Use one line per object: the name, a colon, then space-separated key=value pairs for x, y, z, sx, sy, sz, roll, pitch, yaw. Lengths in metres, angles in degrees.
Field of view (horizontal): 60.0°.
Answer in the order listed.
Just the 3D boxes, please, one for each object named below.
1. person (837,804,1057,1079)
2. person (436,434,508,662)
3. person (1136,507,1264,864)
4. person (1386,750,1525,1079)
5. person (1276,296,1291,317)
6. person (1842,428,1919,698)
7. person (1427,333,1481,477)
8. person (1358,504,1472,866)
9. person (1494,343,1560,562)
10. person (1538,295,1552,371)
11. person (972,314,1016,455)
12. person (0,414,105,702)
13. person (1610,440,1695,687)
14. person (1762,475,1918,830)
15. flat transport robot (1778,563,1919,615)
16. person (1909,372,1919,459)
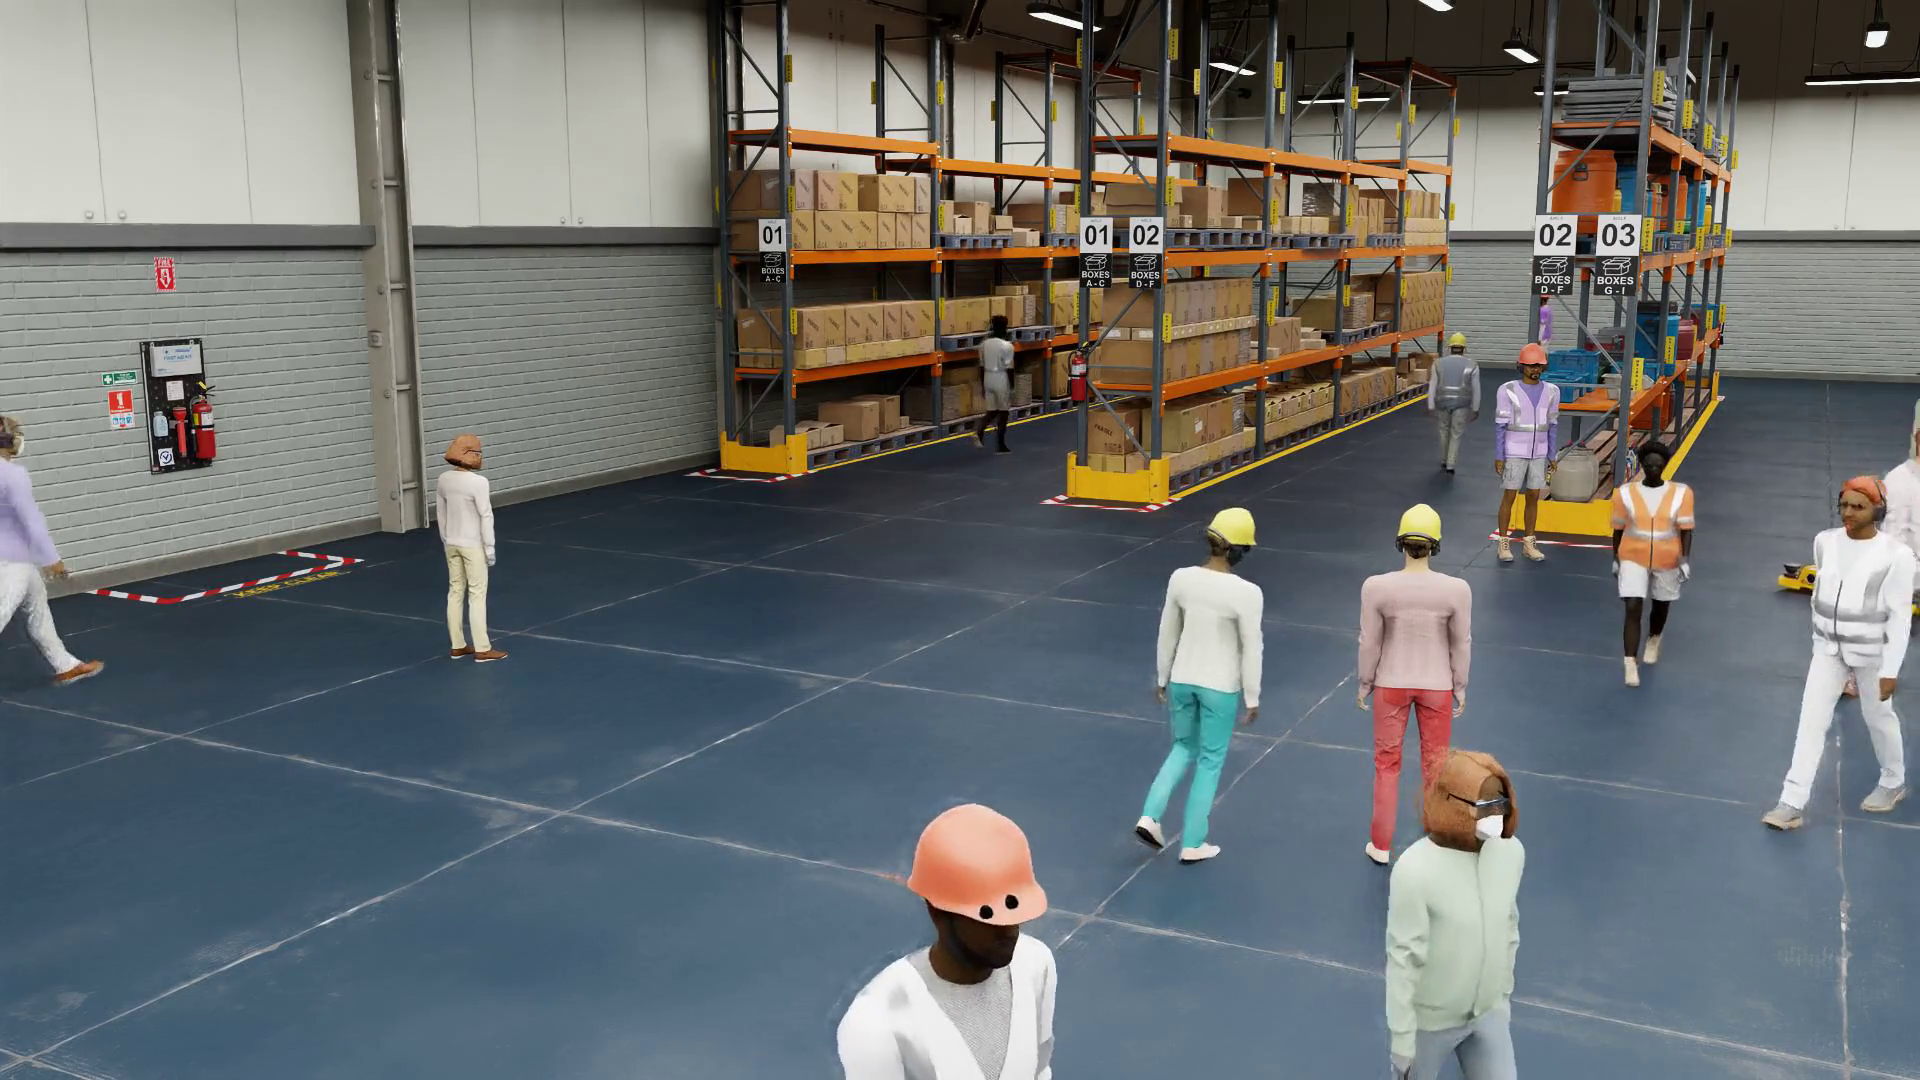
person: x=-0.059 y=1.442 z=3.571 sx=0.555 sy=1.921 sz=0.639 roll=-8 pitch=13 yaw=-38
person: x=-3.515 y=0.055 z=11.898 sx=0.501 sy=1.633 sz=0.289 roll=6 pitch=12 yaw=31
person: x=1.189 y=0.707 z=8.048 sx=0.557 sy=1.736 sz=0.536 roll=10 pitch=14 yaw=43
person: x=1.412 y=1.367 z=4.841 sx=0.512 sy=1.600 sz=0.809 roll=-5 pitch=12 yaw=-26
person: x=7.662 y=-4.981 z=39.358 sx=0.499 sy=1.633 sz=0.281 roll=-5 pitch=11 yaw=-25
person: x=6.086 y=0.172 z=10.658 sx=0.642 sy=1.862 sz=0.991 roll=-4 pitch=11 yaw=-19
person: x=6.310 y=-1.729 z=21.174 sx=0.623 sy=1.792 sz=0.903 roll=5 pitch=12 yaw=25
person: x=2.172 y=0.706 z=7.988 sx=0.523 sy=1.769 sz=0.314 roll=2 pitch=11 yaw=13
person: x=5.283 y=-0.810 z=15.499 sx=0.612 sy=2.043 sz=0.374 roll=-1 pitch=10 yaw=-7
person: x=11.929 y=-4.178 z=34.155 sx=0.373 sy=1.934 sz=0.551 roll=6 pitch=12 yaw=29
person: x=0.480 y=-2.137 z=22.966 sx=0.603 sy=1.953 sz=0.536 roll=10 pitch=14 yaw=44
person: x=-6.210 y=0.122 z=10.880 sx=0.638 sy=1.890 sz=1.038 roll=9 pitch=14 yaw=40
person: x=4.749 y=0.122 z=11.455 sx=0.531 sy=1.665 sz=0.832 roll=4 pitch=11 yaw=19
person: x=4.627 y=0.574 z=8.564 sx=1.038 sy=1.828 sz=0.589 roll=-6 pitch=12 yaw=-28
flat transport robot: x=7.660 y=0.381 z=13.837 sx=0.652 sy=0.197 sz=1.431 roll=-5 pitch=12 yaw=-26
person: x=8.935 y=-0.706 z=15.175 sx=0.625 sy=1.962 sz=0.630 roll=-5 pitch=11 yaw=-24
